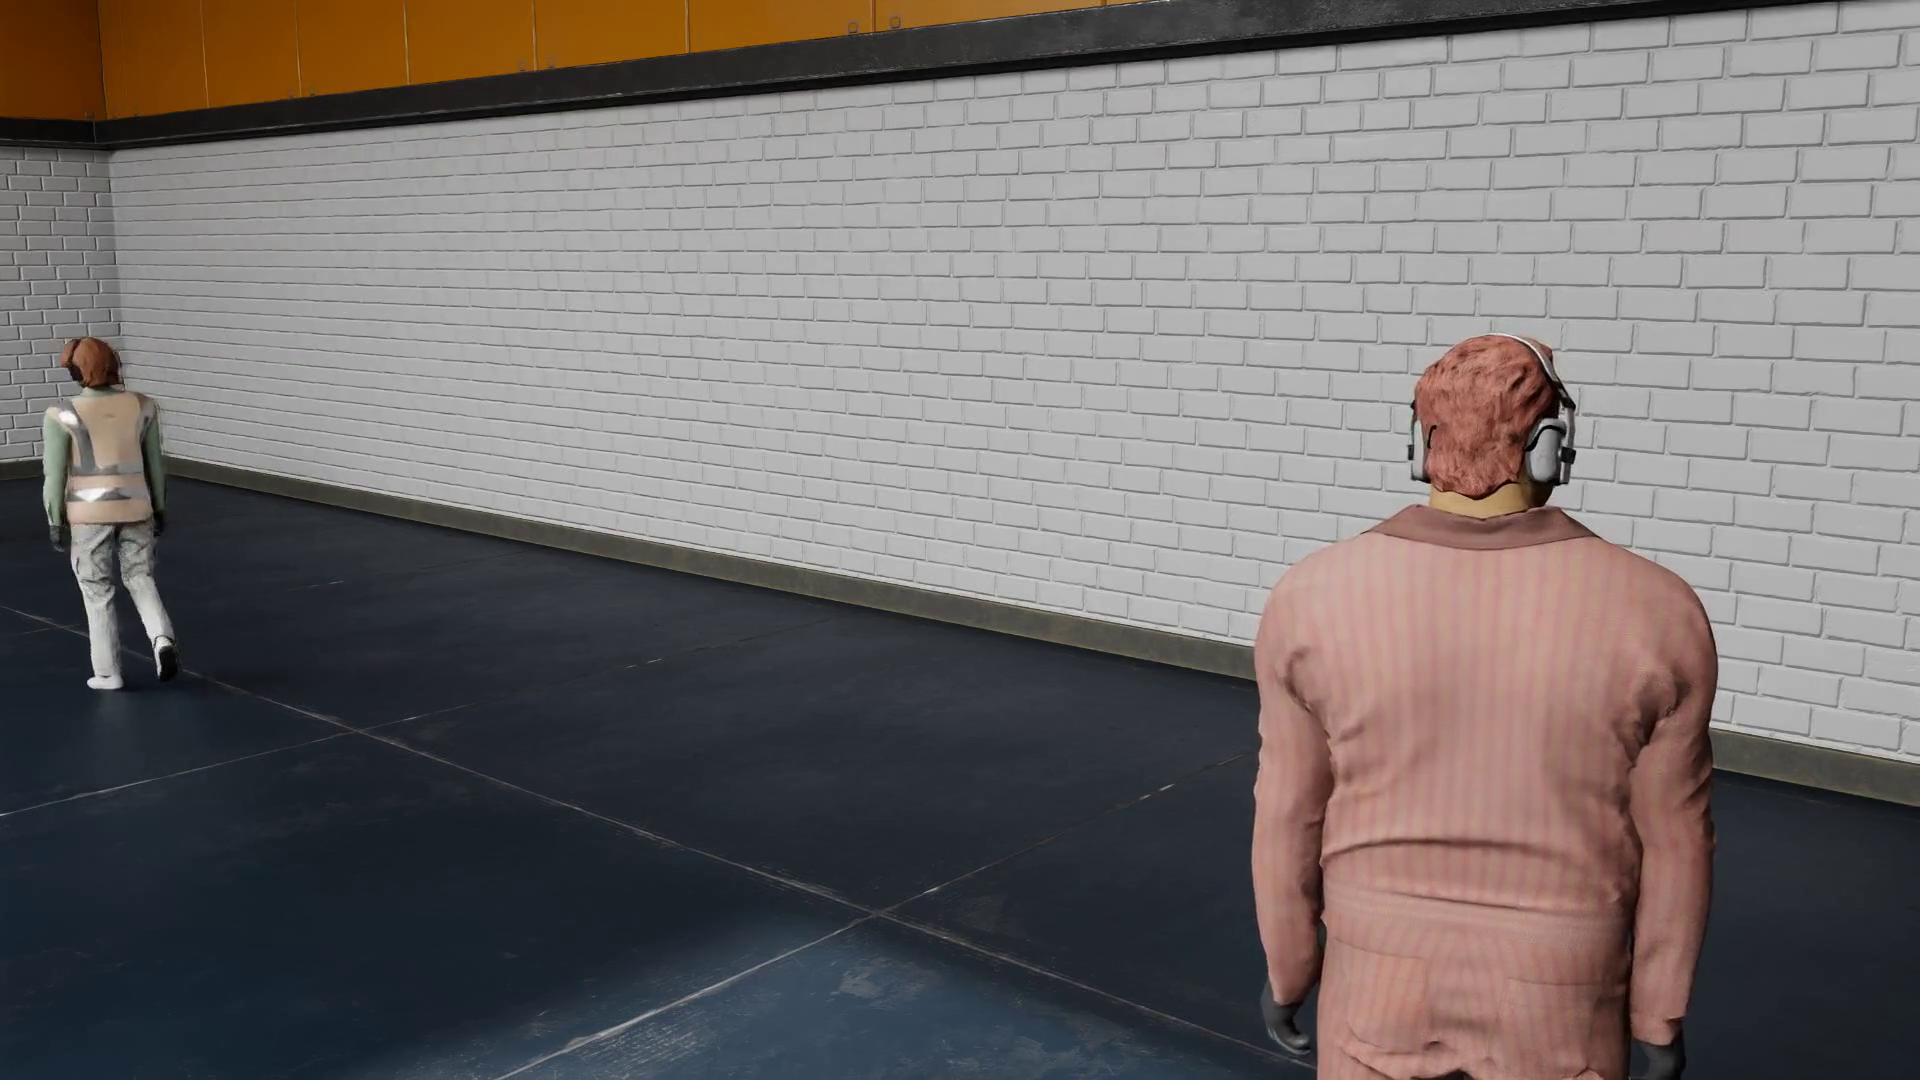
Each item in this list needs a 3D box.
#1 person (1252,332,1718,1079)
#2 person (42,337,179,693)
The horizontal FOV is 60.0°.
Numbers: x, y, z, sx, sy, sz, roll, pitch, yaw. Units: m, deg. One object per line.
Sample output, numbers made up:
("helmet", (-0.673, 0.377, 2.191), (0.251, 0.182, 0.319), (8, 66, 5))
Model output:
("person", (0.760, 0.649, 2.484), (0.636, 1.903, 0.404), (4, 11, 20))
("person", (-3.818, -0.097, 7.485), (0.466, 1.624, 0.539), (8, 13, 38))
